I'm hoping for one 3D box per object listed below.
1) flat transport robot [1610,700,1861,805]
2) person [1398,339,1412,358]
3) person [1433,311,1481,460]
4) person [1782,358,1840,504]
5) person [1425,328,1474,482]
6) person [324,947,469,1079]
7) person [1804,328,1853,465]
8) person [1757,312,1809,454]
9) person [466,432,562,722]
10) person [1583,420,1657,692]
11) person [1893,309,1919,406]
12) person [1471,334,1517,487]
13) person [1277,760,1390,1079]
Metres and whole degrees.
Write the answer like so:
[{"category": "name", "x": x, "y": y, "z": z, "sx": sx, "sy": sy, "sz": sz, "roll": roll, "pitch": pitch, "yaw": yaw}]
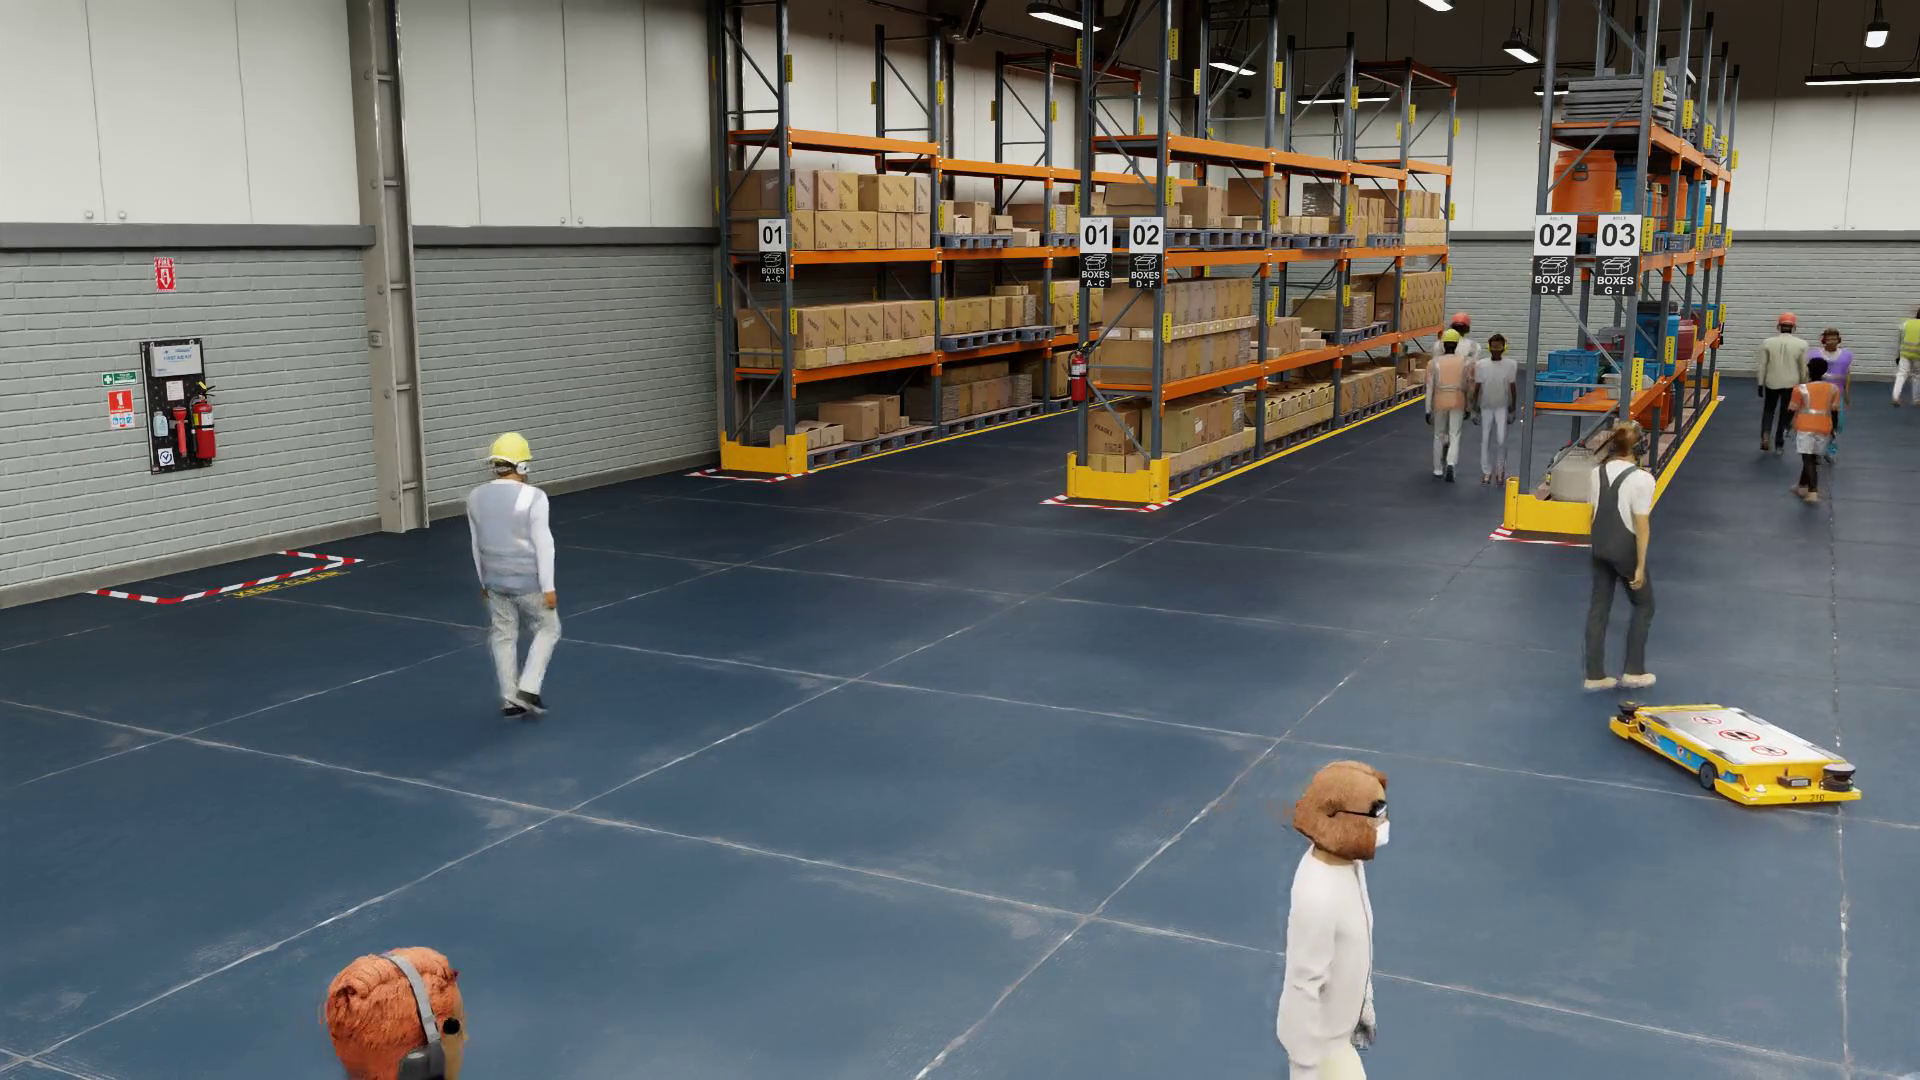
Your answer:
[{"category": "flat transport robot", "x": 4.375, "y": 1.181, "z": 9.475, "sx": 0.652, "sy": 0.197, "sz": 1.431, "roll": -1, "pitch": 10, "yaw": -7}, {"category": "person", "x": 9.029, "y": -4.087, "z": 33.895, "sx": 0.988, "sy": 1.864, "sz": 0.585, "roll": 3, "pitch": 11, "yaw": 14}, {"category": "person", "x": 6.602, "y": -2.029, "z": 22.180, "sx": 0.630, "sy": 2.029, "sz": 0.680, "roll": 3, "pitch": 11, "yaw": 14}, {"category": "person", "x": 9.707, "y": -1.256, "z": 18.992, "sx": 0.549, "sy": 1.646, "sz": 0.865, "roll": 0, "pitch": 10, "yaw": 2}, {"category": "person", "x": 6.078, "y": -1.684, "z": 20.695, "sx": 0.575, "sy": 1.887, "sz": 0.918, "roll": 3, "pitch": 11, "yaw": 16}, {"category": "person", "x": -0.914, "y": 1.595, "z": 2.836, "sx": 0.592, "sy": 1.879, "sz": 0.394, "roll": 7, "pitch": 12, "yaw": 33}, {"category": "person", "x": 11.477, "y": -1.887, "z": 21.972, "sx": 0.599, "sy": 1.817, "sz": 0.562, "roll": 2, "pitch": 11, "yaw": 12}, {"category": "person", "x": 11.434, "y": -2.177, "z": 23.112, "sx": 0.625, "sy": 1.978, "sz": 0.430, "roll": 7, "pitch": 12, "yaw": 32}, {"category": "person", "x": -2.764, "y": 0.240, "z": 10.380, "sx": 0.623, "sy": 1.817, "sz": 0.434, "roll": 4, "pitch": 11, "yaw": 21}, {"category": "person", "x": 4.455, "y": 0.109, "z": 11.071, "sx": 0.654, "sy": 1.825, "sz": 0.535, "roll": -6, "pitch": 12, "yaw": -31}, {"category": "person", "x": 16.949, "y": -3.256, "z": 29.585, "sx": 0.960, "sy": 1.782, "sz": 0.653, "roll": -7, "pitch": 13, "yaw": -34}, {"category": "person", "x": 6.472, "y": -1.572, "z": 20.175, "sx": 0.495, "sy": 1.848, "sz": 0.692, "roll": 4, "pitch": 11, "yaw": 22}, {"category": "person", "x": 1.105, "y": 1.396, "z": 4.602, "sx": 0.557, "sy": 1.613, "sz": 0.523, "roll": 4, "pitch": 11, "yaw": 19}]
